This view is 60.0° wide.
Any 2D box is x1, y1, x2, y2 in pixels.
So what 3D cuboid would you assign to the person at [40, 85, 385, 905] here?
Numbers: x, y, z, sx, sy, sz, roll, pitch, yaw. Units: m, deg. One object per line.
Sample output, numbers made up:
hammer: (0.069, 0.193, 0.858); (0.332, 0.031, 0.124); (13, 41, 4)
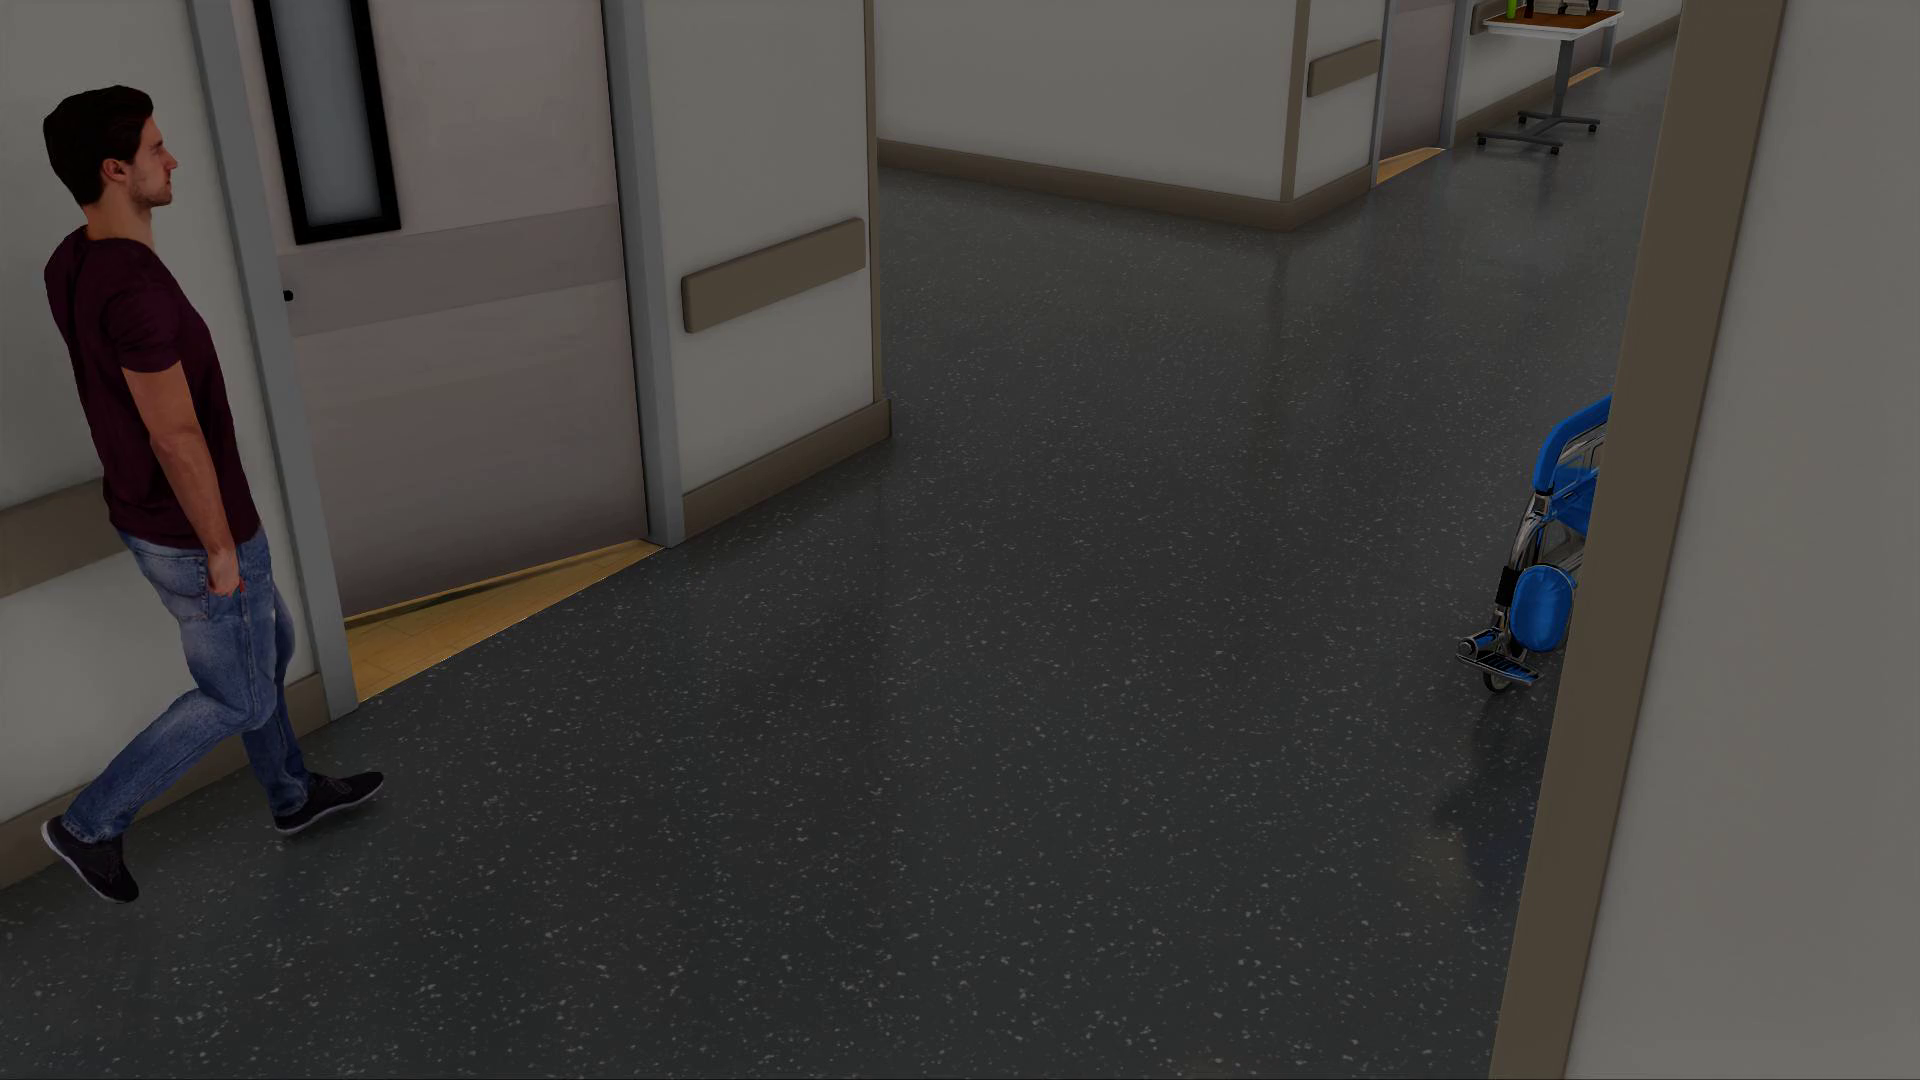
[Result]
person: (-1.772, -0.034, 3.650); (1.091, 1.830, 0.832); (-21, 33, -36)
